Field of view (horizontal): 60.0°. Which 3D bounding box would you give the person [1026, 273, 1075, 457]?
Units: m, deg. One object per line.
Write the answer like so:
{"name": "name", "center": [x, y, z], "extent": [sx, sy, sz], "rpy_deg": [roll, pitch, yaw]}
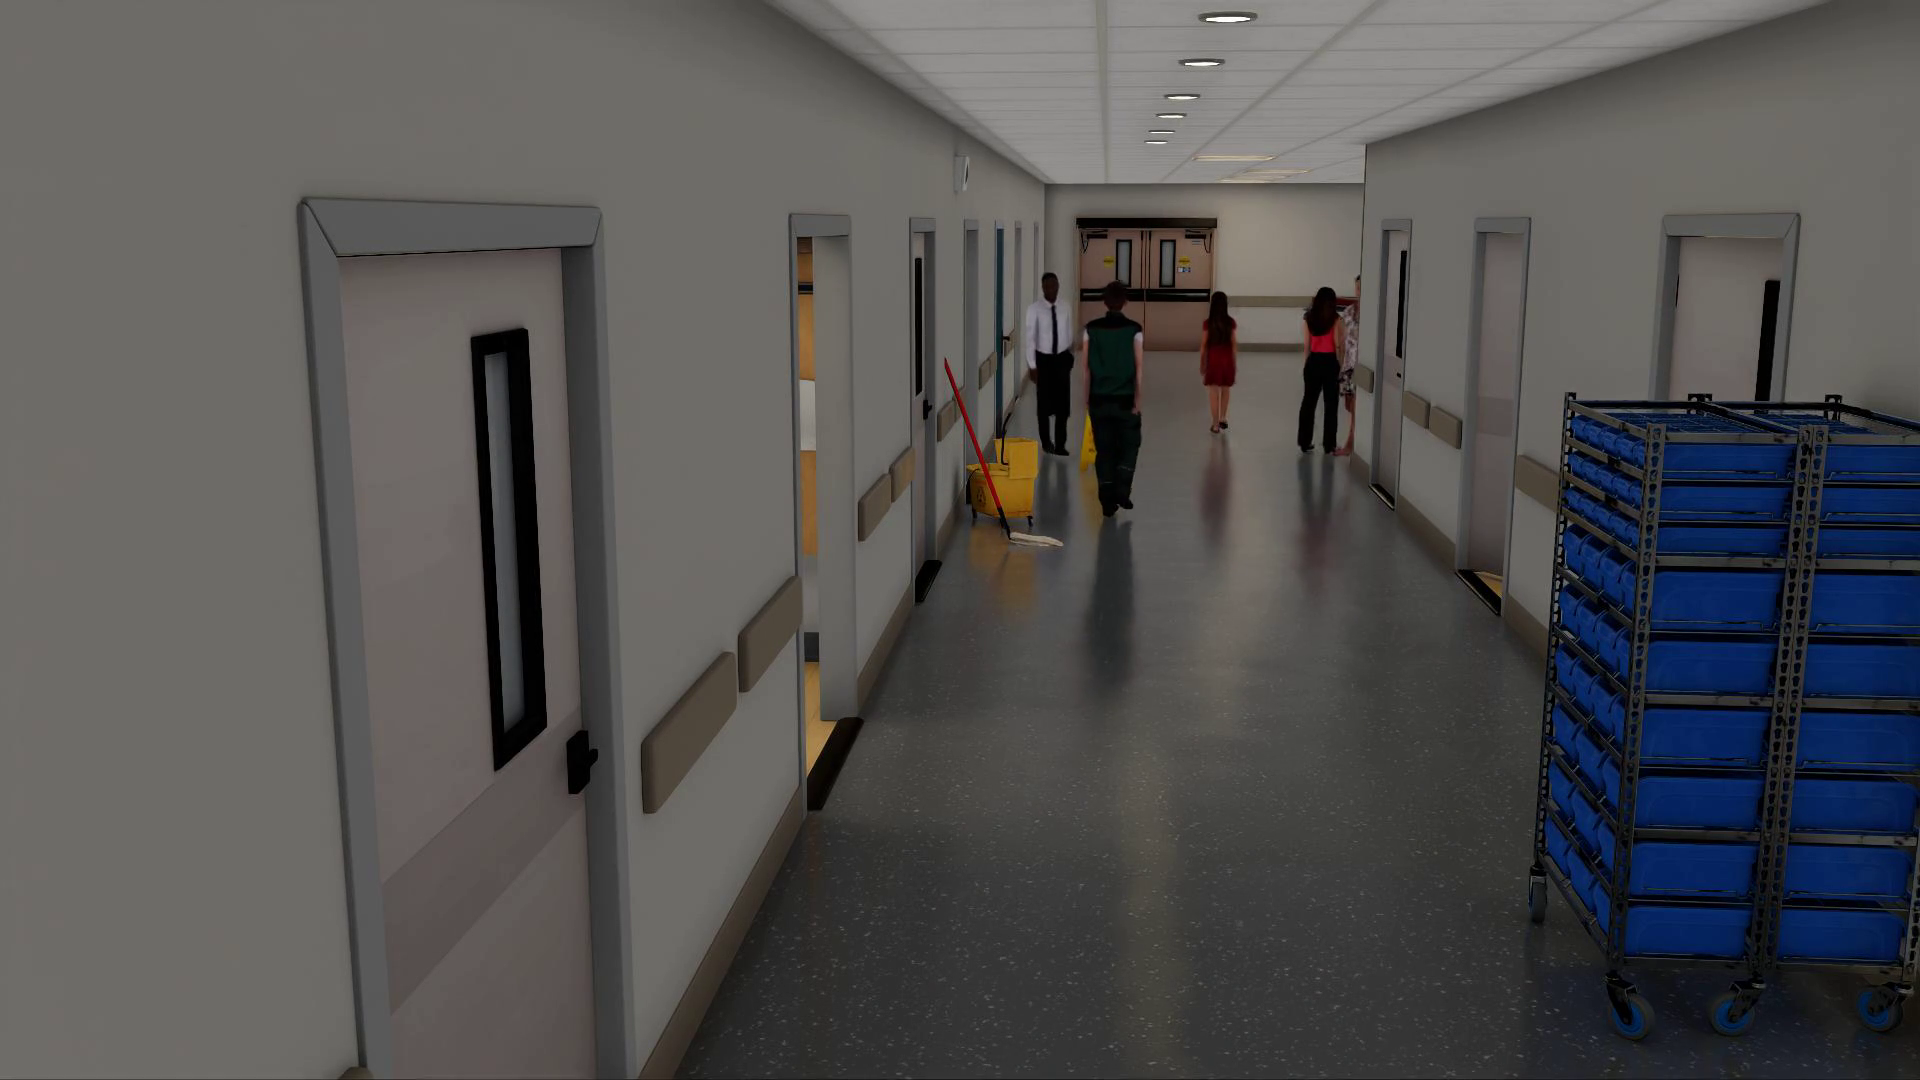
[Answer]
{"name": "person", "center": [0.890, -1.704, 16.355], "extent": [0.887, 1.782, 1.110], "rpy_deg": [-4, 11, -20]}

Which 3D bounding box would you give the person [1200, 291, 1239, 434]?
{"name": "person", "center": [2.845, -1.940, 18.210], "extent": [0.568, 1.546, 0.633], "rpy_deg": [0, 11, 2]}

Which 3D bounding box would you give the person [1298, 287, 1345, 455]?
{"name": "person", "center": [3.648, -1.704, 16.690], "extent": [0.668, 1.657, 0.705], "rpy_deg": [9, 14, 41]}

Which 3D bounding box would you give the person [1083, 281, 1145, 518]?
{"name": "person", "center": [1.183, -1.087, 12.949], "extent": [0.682, 1.834, 0.714], "rpy_deg": [3, 11, 14]}
